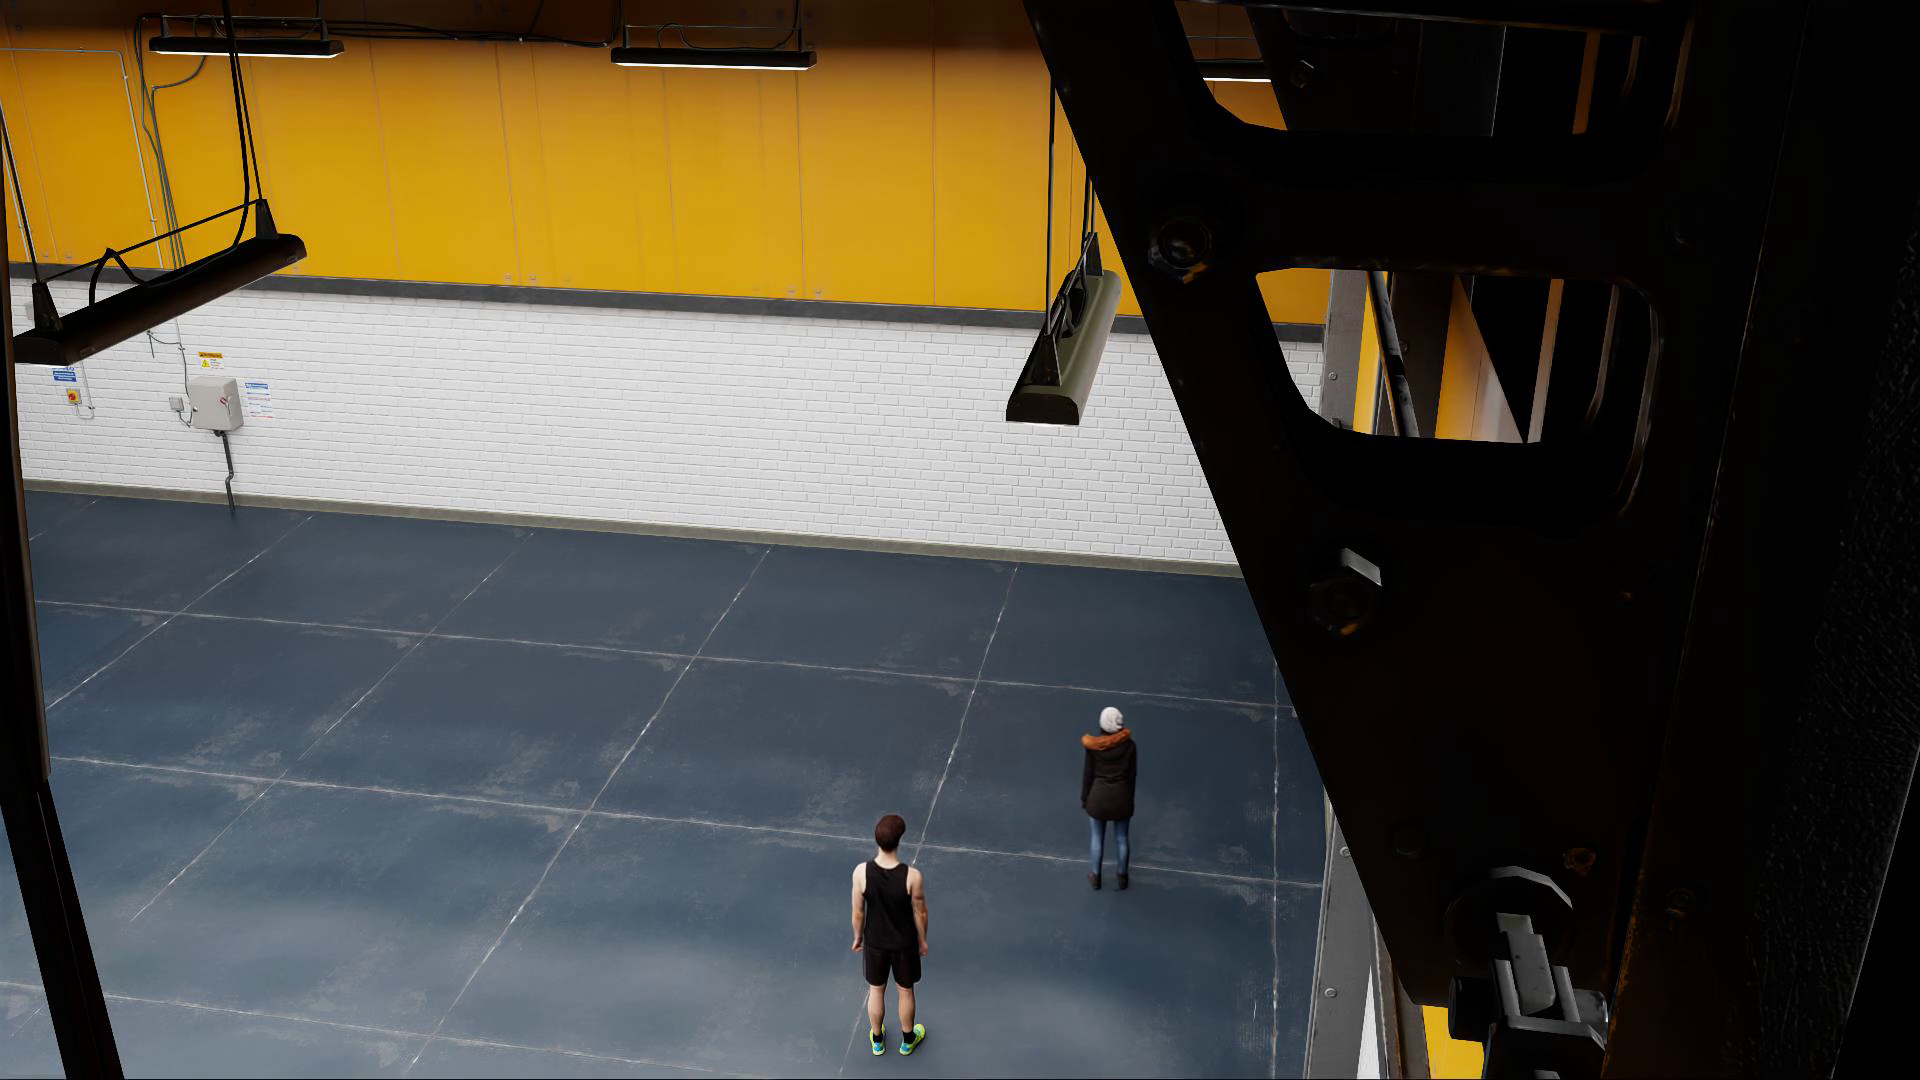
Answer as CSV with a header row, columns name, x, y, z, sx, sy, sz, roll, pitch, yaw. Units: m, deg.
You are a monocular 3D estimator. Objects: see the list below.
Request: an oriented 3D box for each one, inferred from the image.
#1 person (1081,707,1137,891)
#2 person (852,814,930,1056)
name,x,y,z,sx,sy,sz,roll,pitch,yaw
person,1.204,2.080,13.427,0.663,1.631,0.654,0,24,-1
person,-0.488,2.758,11.553,0.700,1.890,0.572,2,24,5
